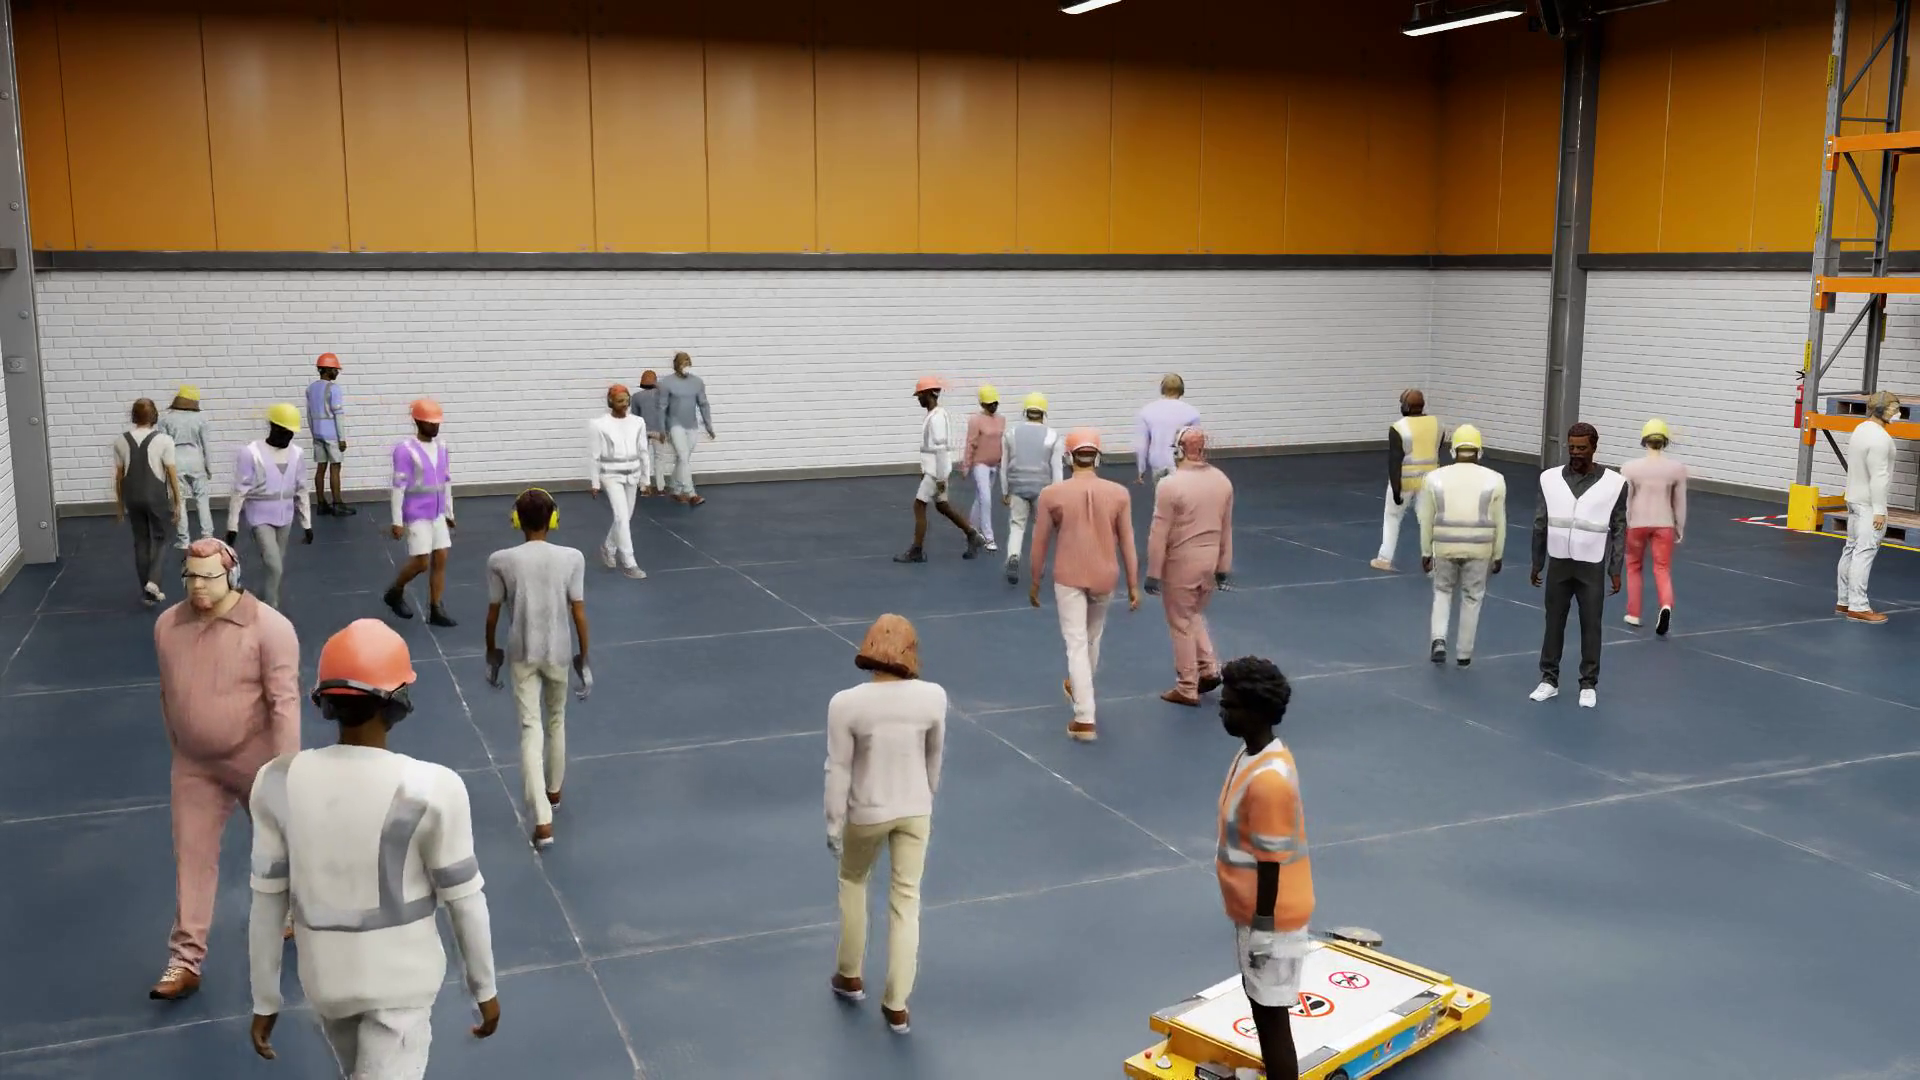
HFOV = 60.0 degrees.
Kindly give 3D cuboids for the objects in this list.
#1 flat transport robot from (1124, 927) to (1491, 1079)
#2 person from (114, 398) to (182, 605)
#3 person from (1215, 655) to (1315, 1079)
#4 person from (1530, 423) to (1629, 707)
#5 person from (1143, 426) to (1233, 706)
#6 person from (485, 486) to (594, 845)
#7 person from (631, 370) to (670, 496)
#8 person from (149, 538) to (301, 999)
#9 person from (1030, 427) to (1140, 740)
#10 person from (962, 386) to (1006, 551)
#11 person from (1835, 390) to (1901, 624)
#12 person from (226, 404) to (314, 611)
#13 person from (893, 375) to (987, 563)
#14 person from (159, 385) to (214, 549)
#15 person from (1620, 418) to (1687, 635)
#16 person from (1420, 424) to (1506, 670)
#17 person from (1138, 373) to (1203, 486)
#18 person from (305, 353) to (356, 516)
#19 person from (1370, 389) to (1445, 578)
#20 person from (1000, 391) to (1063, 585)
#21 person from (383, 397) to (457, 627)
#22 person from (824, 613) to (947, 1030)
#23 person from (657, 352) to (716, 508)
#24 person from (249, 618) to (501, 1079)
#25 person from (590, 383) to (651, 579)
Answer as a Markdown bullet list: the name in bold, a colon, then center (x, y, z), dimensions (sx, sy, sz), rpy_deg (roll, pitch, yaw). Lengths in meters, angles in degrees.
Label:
- **flat transport robot**: center (1.334, 1.806, 6.248), dimensions (1.431, 0.197, 0.652), rpy_deg (-9, 13, -42)
- **person**: center (-7.047, -0.315, 14.410), dimensions (0.557, 1.825, 0.496), rpy_deg (-1, 9, -7)
- **person**: center (1.007, 1.218, 5.541), dimensions (0.334, 1.684, 0.539), rpy_deg (1, 9, 6)
- **person**: center (4.170, 0.160, 11.239), dimensions (0.600, 1.917, 0.376), rpy_deg (6, 11, 32)
- **person**: center (1.512, 0.178, 11.225), dimensions (0.646, 1.892, 0.431), rpy_deg (-8, 12, -41)
- **person**: center (-2.223, 0.623, 8.746), dimensions (0.542, 1.819, 0.973), rpy_deg (-3, 10, -16)
- **person**: center (-3.990, -1.375, 21.439), dimensions (0.493, 1.625, 0.280), rpy_deg (1, 9, 4)
- **person**: center (-3.051, 0.905, 6.960), dimensions (0.657, 1.852, 1.054), rpy_deg (1, 9, 5)
- **person**: center (0.790, 0.251, 10.664), dimensions (0.654, 1.923, 1.041), rpy_deg (-2, 10, -12)
- **person**: center (0.272, -0.776, 17.519), dimensions (0.617, 1.717, 0.579), rpy_deg (8, 12, 39)
- **person**: center (7.570, -0.281, 13.859), dimensions (0.350, 1.936, 0.635), rpy_deg (2, 10, 12)
- **person**: center (-5.406, -0.132, 13.123), dimensions (0.656, 1.875, 0.674), rpy_deg (5, 11, 29)
- **person**: center (-0.180, -0.711, 16.648), dimensions (0.910, 1.893, 0.545), rpy_deg (0, 9, -2)
- **person**: center (-8.084, -0.751, 17.415), dimensions (0.545, 1.710, 0.371), rpy_deg (-5, 11, -27)
- **person**: center (5.582, -0.107, 13.409), dimensions (0.532, 1.740, 0.755), rpy_deg (2, 10, 11)
- **person**: center (3.685, 0.060, 12.178), dimensions (0.594, 1.819, 0.416), rpy_deg (4, 10, 24)
- **person**: center (2.104, -0.734, 16.766), dimensions (0.644, 1.898, 1.013), rpy_deg (5, 11, 27)
- **person**: center (-7.475, -1.246, 19.724), dimensions (0.547, 1.930, 0.384), rpy_deg (5, 11, 29)
- **person**: center (4.354, -0.546, 15.898), dimensions (0.624, 1.803, 0.945), rpy_deg (-3, 10, -18)
- **person**: center (0.653, -0.467, 15.364), dimensions (0.607, 1.814, 0.684), rpy_deg (2, 10, 14)
- **person**: center (-4.409, -0.226, 13.602), dimensions (0.609, 1.913, 0.593), rpy_deg (4, 10, 25)
- **person**: center (-0.308, 1.085, 6.598), dimensions (0.511, 1.599, 0.648), rpy_deg (-3, 10, -16)
- **person**: center (-3.343, -1.350, 20.447), dimensions (0.652, 1.890, 0.971), rpy_deg (-9, 13, -42)
- **person**: center (-1.619, 1.201, 4.705), dimensions (0.632, 1.984, 1.071), rpy_deg (2, 10, 10)
- **person**: center (-3.289, -0.589, 16.010), dimensions (0.585, 1.852, 0.926), rpy_deg (-8, 12, -39)
